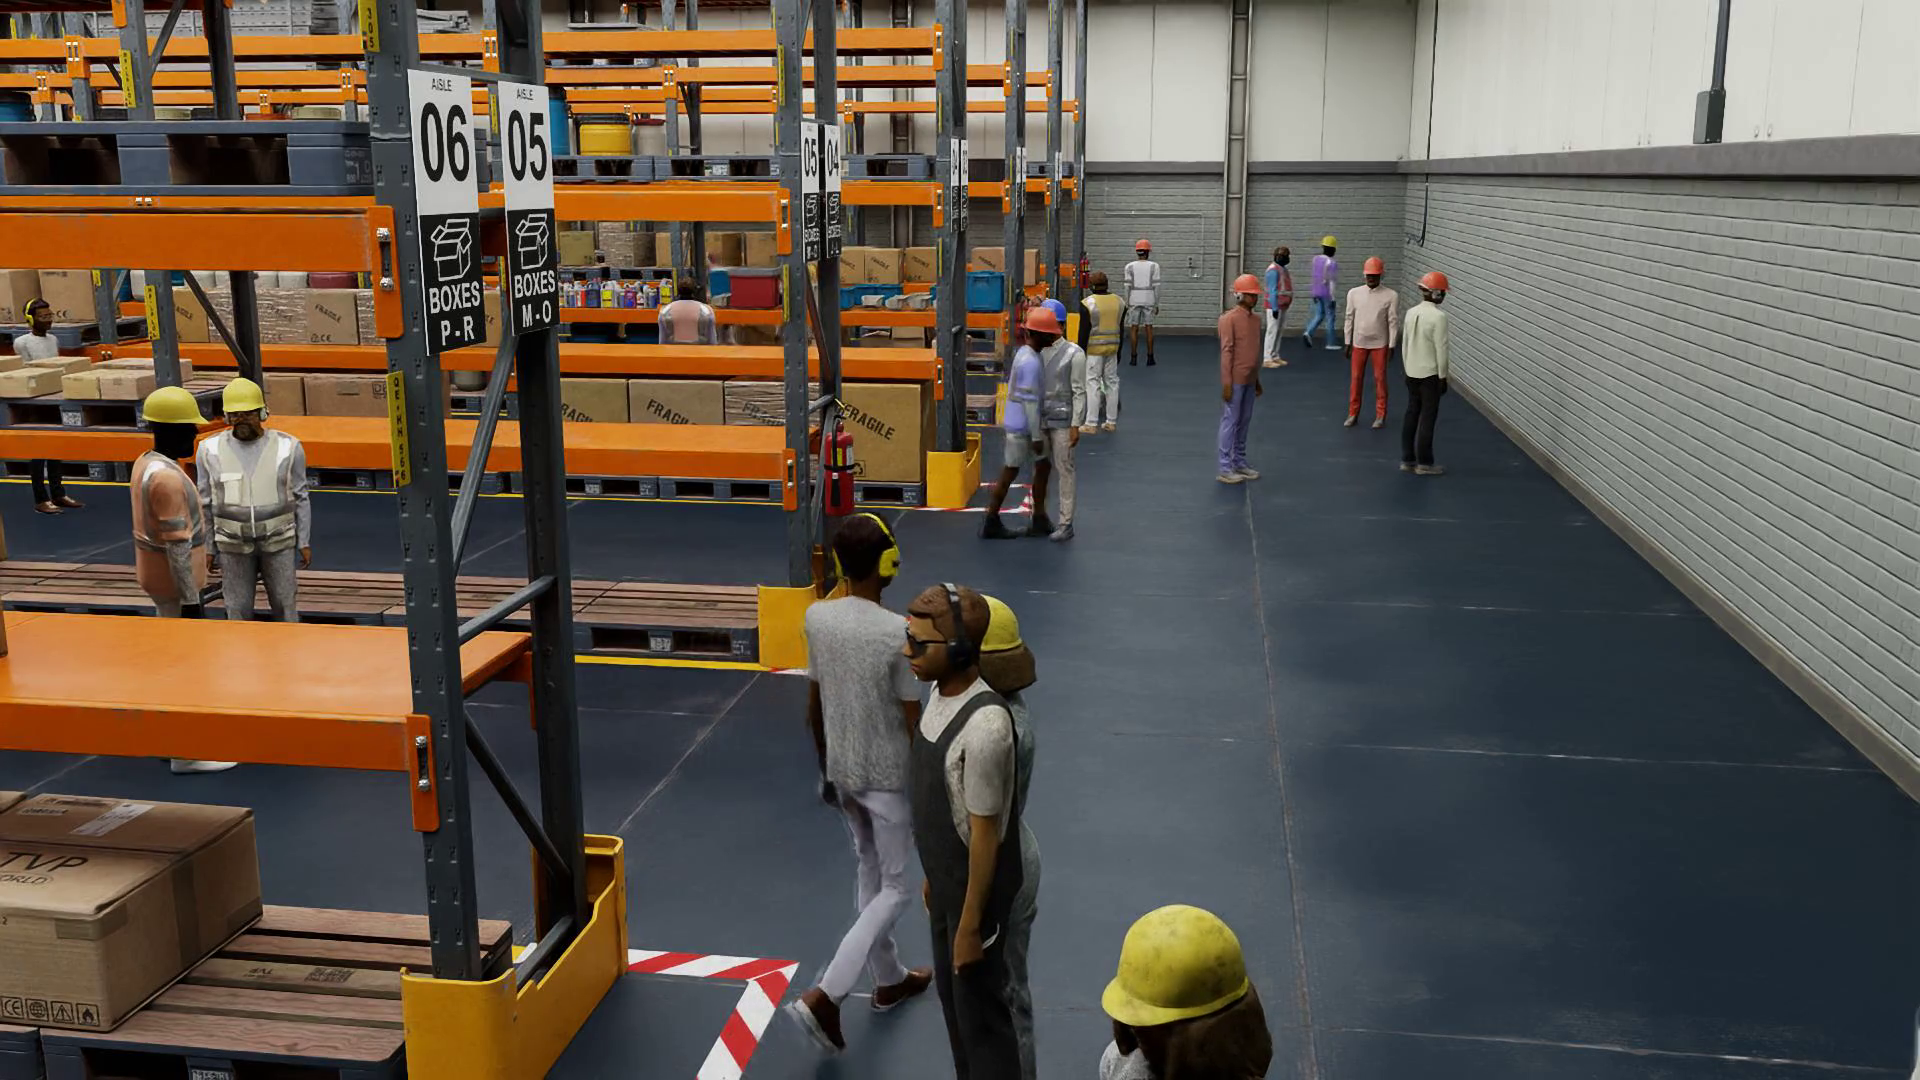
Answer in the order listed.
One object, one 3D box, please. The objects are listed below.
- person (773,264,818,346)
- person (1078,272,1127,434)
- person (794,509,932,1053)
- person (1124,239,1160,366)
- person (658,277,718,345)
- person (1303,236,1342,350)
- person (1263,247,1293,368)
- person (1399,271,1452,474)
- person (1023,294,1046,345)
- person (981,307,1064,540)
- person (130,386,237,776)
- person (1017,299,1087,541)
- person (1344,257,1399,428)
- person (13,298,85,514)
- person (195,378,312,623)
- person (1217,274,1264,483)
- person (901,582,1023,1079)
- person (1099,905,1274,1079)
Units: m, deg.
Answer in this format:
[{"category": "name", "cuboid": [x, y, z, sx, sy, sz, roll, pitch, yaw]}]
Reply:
[{"category": "person", "cuboid": [-2.131, -2.738, 21.887, 0.957, 1.752, 0.620, 3, 13, 15]}, {"category": "person", "cuboid": [1.583, -2.129, 18.956, 0.620, 1.837, 0.430, -7, 14, -29]}, {"category": "person", "cuboid": [-0.322, 0.814, 5.658, 0.534, 1.844, 0.736, 10, 16, 38]}, {"category": "person", "cuboid": [2.800, -3.649, 25.594, 0.542, 1.931, 0.376, 2, 13, 10]}, {"category": "person", "cuboid": [-2.903, -1.891, 17.864, 0.633, 1.841, 0.429, -1, 13, -2]}, {"category": "person", "cuboid": [6.081, -4.105, 27.693, 0.667, 1.905, 0.623, -6, 14, -26]}, {"category": "person", "cuboid": [4.853, -3.554, 25.400, 0.429, 1.834, 0.630, 6, 14, 27]}, {"category": "person", "cuboid": [4.621, -1.652, 16.434, 0.396, 1.992, 0.622, -5, 13, -21]}, {"category": "person", "cuboid": [0.881, -1.886, 18.321, 0.315, 1.631, 0.523, -8, 15, -31]}, {"category": "person", "cuboid": [0.553, -0.918, 13.339, 0.831, 1.890, 0.570, 2, 13, 8]}, {"category": "person", "cuboid": [-3.856, 0.199, 8.238, 0.385, 1.922, 0.594, -9, 15, -34]}, {"category": "person", "cuboid": [0.741, -0.967, 13.445, 0.604, 1.949, 0.389, 11, 16, 40]}, {"category": "person", "cuboid": [4.761, -2.285, 19.333, 0.615, 1.983, 0.423, 7, 14, 27]}, {"category": "person", "cuboid": [-7.979, -1.171, 14.543, 0.327, 1.874, 0.519, 2, 13, 8]}, {"category": "person", "cuboid": [-3.952, 0.001, 9.341, 0.594, 1.832, 0.404, -5, 13, -20]}, {"category": "person", "cuboid": [2.709, -1.548, 16.006, 0.389, 1.990, 0.637, 10, 16, 38]}, {"category": "person", "cuboid": [0.001, 1.011, 4.772, 0.338, 1.839, 0.509, -3, 13, -15]}, {"category": "person", "cuboid": [0.386, 1.460, 2.964, 0.325, 1.740, 0.492, -10, 16, -38]}]
